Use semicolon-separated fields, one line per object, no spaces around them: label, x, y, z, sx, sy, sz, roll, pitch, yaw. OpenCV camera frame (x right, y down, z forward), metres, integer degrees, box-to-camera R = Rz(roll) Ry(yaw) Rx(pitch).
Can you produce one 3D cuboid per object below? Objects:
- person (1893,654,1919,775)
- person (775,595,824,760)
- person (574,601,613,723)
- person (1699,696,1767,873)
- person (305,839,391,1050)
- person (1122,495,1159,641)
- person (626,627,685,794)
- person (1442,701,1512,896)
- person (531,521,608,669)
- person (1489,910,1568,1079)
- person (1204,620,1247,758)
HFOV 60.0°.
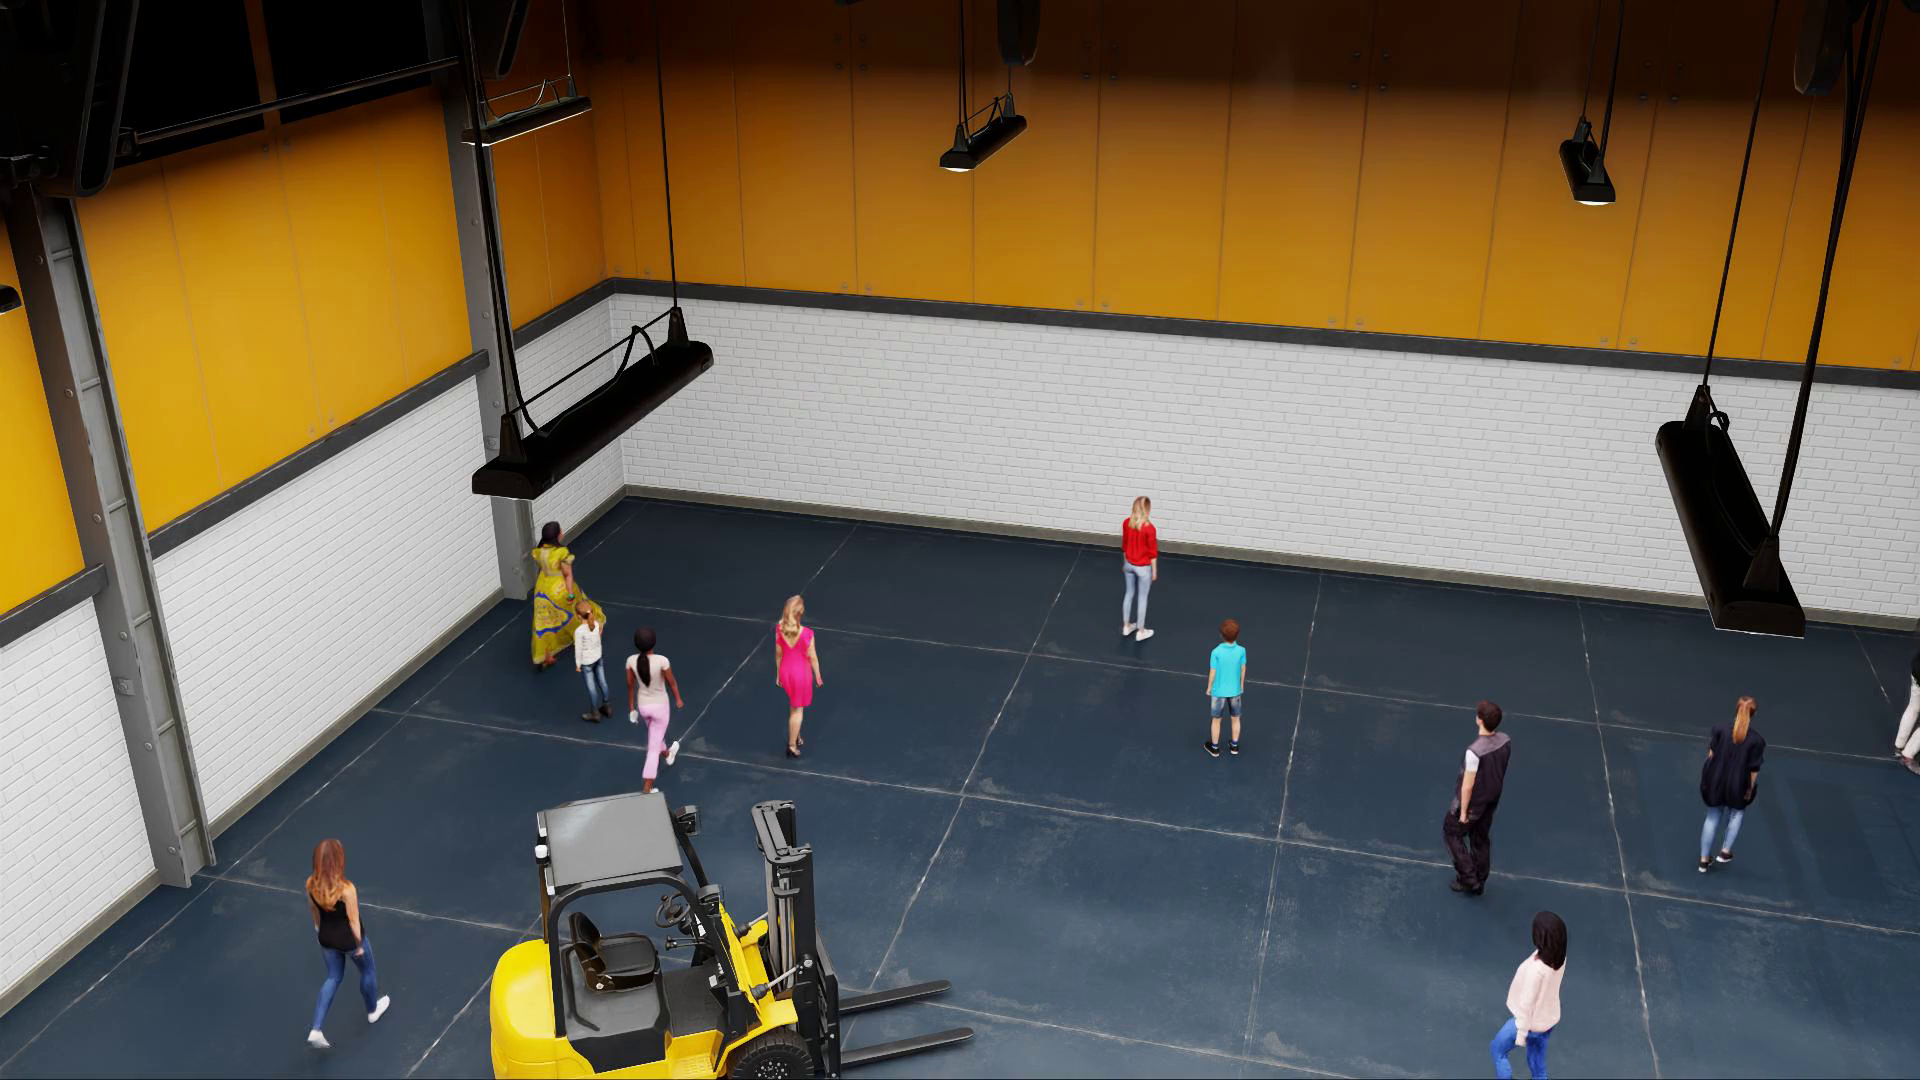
person;9.360;1.364;16.097;0.921;1.779;0.523;0;24;-1
person;-1.642;1.370;16.164;0.641;1.714;0.683;12;26;25
person;-3.756;1.234;16.979;0.602;1.310;0.512;17;29;34
person;6.639;2.154;14.430;0.744;1.665;0.824;15;28;31
person;-4.657;3.022;12.400;0.570;1.702;0.981;6;24;14
person;1.996;0.300;18.623;0.687;1.704;0.668;20;31;38
person;-2.891;1.659;15.530;0.559;1.691;1.131;6;24;14
person;4.446;2.234;14.037;0.803;1.834;0.861;-12;26;-26
person;-4.417;0.623;18.002;0.857;1.610;1.357;10;26;22
person;4.045;3.384;11.510;0.827;1.751;0.897;-18;29;-35
person;2.619;1.444;16.324;0.590;1.449;0.600;-4;24;-9
